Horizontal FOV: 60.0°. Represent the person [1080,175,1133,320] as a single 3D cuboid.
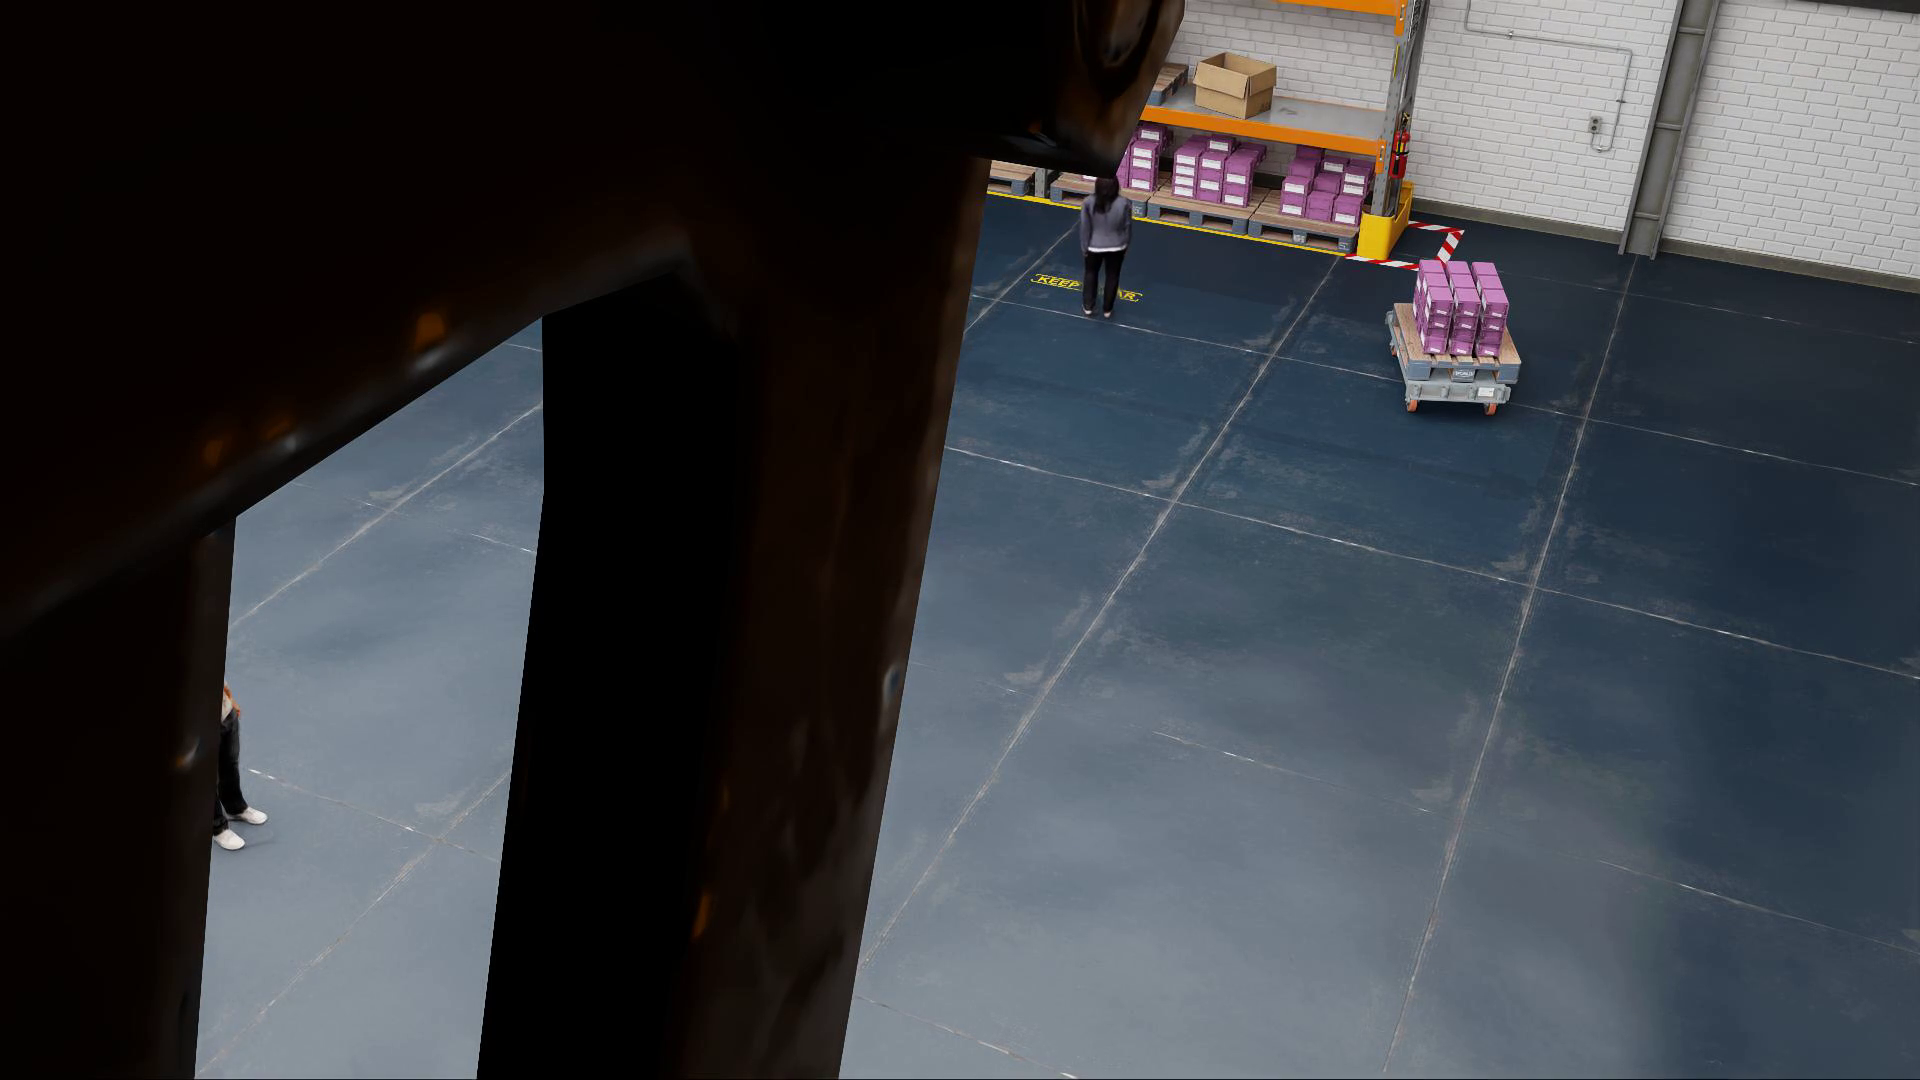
[{"bbox_3d":[1.475,-2.963,16.789,0.705,1.588,0.822,3,34,4],"label":"person"}]
